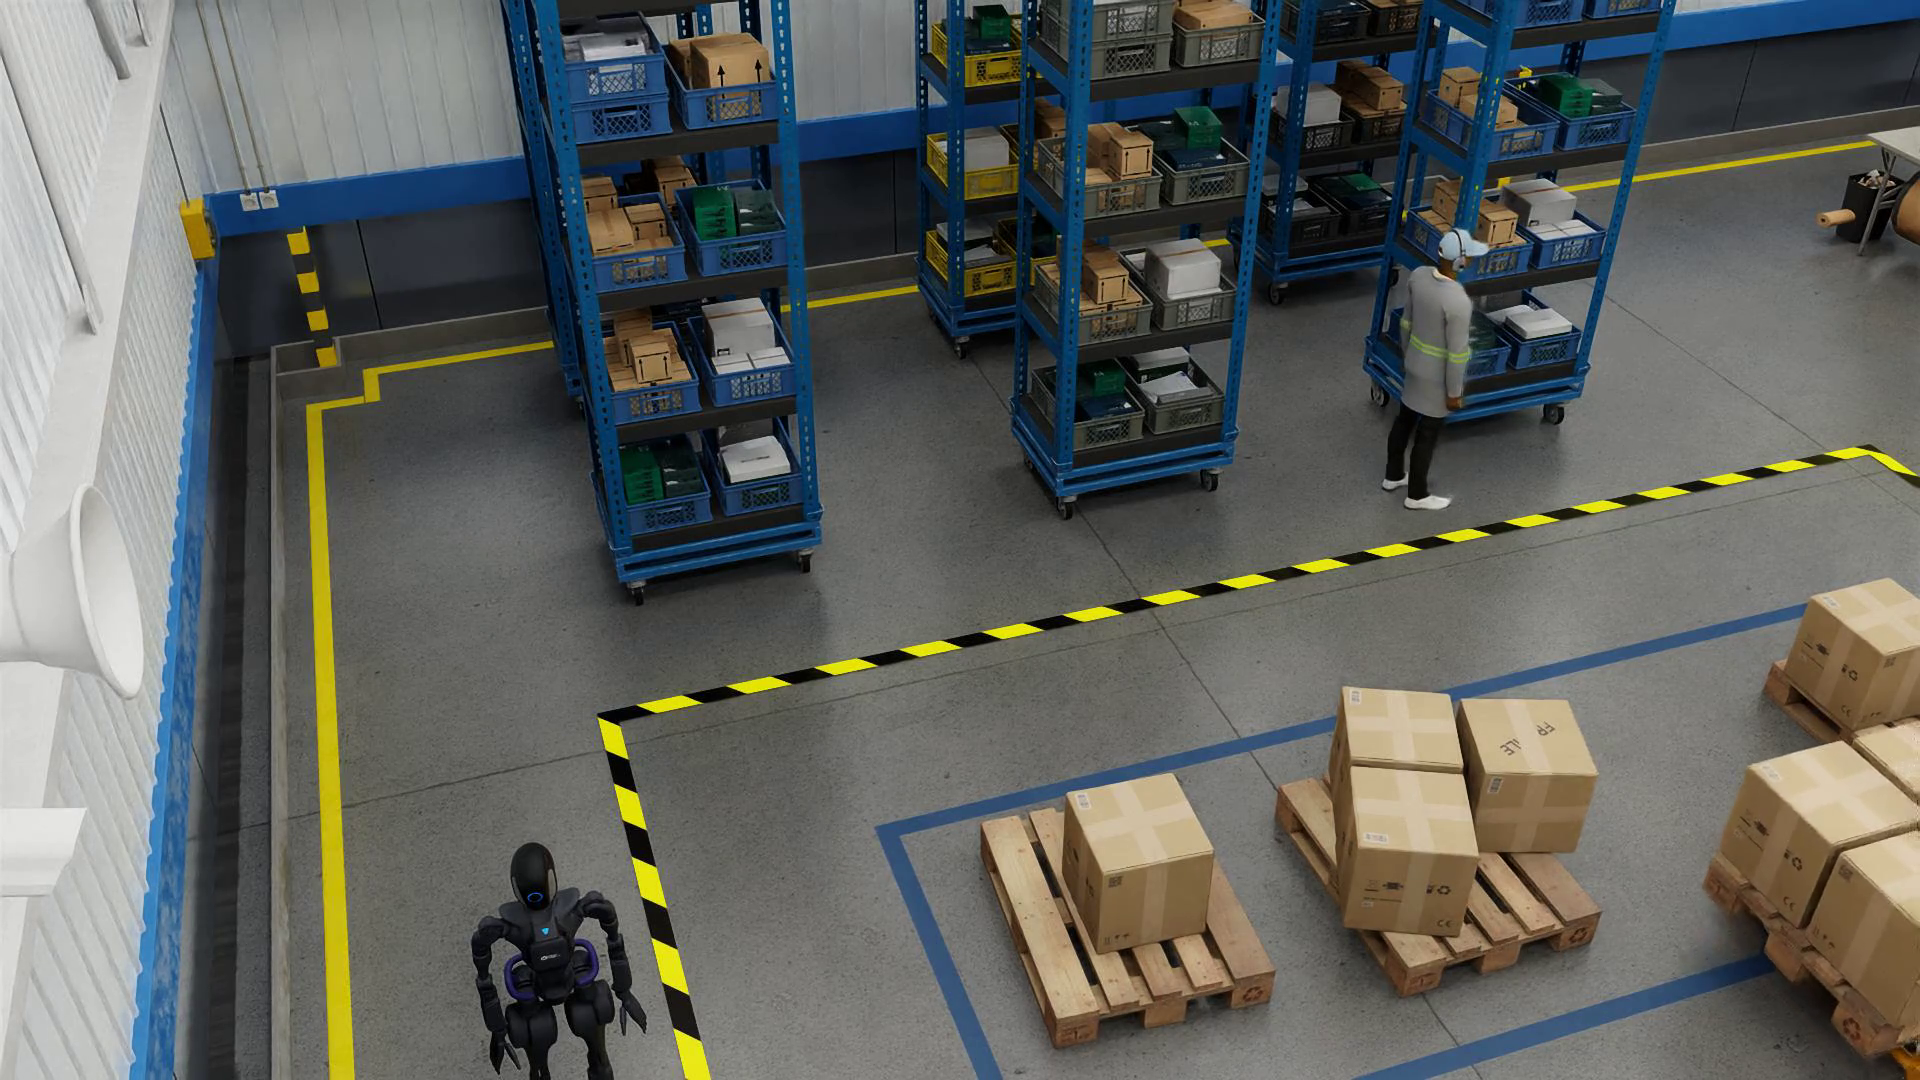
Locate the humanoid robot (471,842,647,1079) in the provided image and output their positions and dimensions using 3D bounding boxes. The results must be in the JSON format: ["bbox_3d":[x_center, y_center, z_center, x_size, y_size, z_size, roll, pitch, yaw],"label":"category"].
[{"bbox_3d":[-1.511,1.766,6.317,0.599,1.657,0.315,-12,37,-17],"label":"humanoid robot"}]

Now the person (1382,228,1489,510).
[{"bbox_3d":[2.900,-1.040,10.156,0.381,1.852,0.586,-12,37,-16],"label":"person"}]

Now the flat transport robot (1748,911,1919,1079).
[{"bbox_3d":[4.123,1.842,7.420,0.652,0.197,1.431,-11,37,-15],"label":"flat transport robot"}]
